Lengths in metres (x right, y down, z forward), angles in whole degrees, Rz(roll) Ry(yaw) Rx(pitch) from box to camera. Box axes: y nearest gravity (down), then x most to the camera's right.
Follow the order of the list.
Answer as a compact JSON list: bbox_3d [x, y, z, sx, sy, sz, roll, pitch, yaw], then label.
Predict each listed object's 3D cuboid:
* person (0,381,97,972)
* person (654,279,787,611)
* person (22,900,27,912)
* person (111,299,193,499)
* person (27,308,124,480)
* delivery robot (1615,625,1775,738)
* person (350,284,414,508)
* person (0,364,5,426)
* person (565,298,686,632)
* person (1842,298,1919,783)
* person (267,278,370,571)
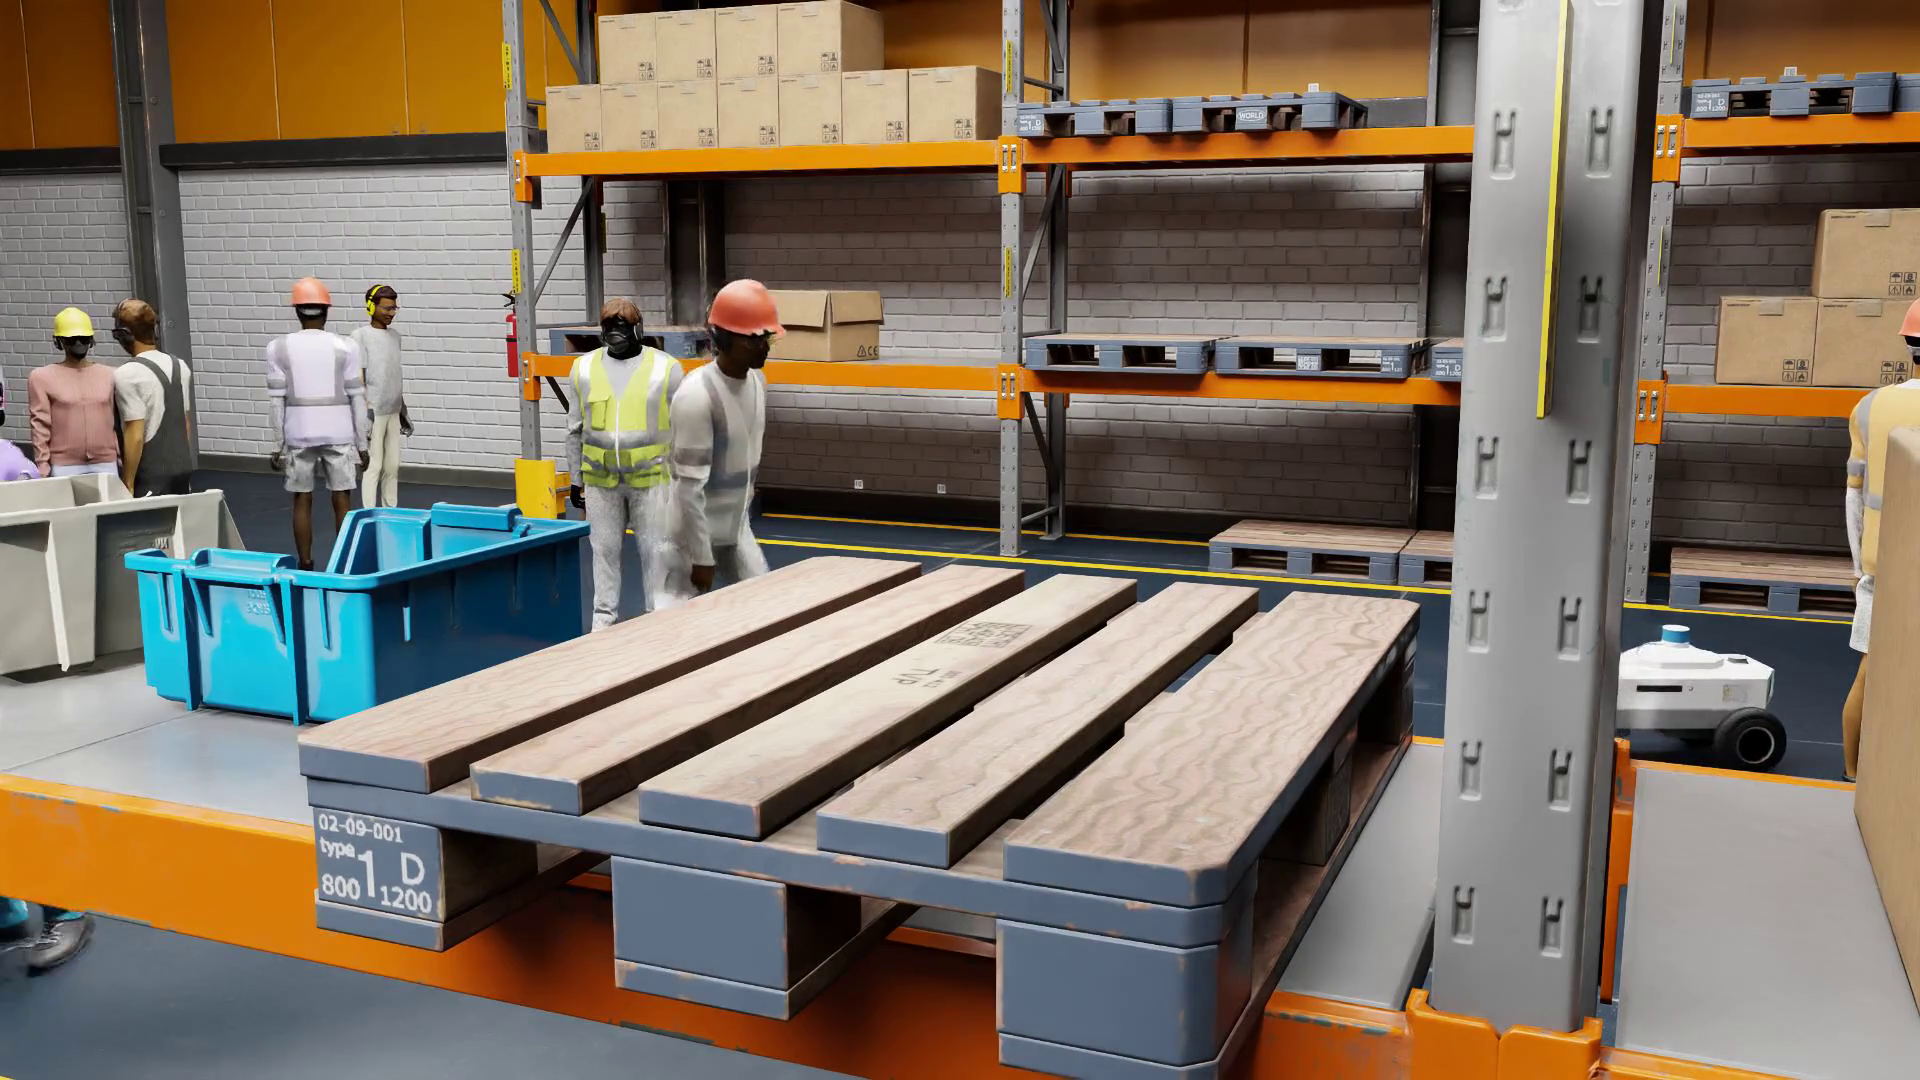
[{"bbox_3d":[-2.817,0.334,4.796,0.618,1.808,0.390,6,11,31],"label":"person"},{"bbox_3d":[-0.960,-0.048,6.625,1.087,1.953,0.653,4,10,24],"label":"person"},{"bbox_3d":[-3.050,0.261,4.860,0.383,1.923,0.590,1,10,8],"label":"person"},{"bbox_3d":[-4.108,-0.302,8.488,0.343,1.840,0.507,2,10,10],"label":"person"},{"bbox_3d":[-5.009,-0.437,9.512,0.311,1.768,0.522,9,13,44],"label":"person"},{"bbox_3d":[2.869,0.587,6.707,0.707,0.478,0.477,0,9,-1],"label":"delivery robot"},{"bbox_3d":[-4.175,-0.913,12.077,0.329,1.865,0.512,3,10,19],"label":"person"},{"bbox_3d":[-7.646,-1.010,12.719,0.627,1.844,0.429,-5,11,-26],"label":"person"},{"bbox_3d":[-1.711,-0.313,8.541,0.635,1.842,0.429,0,9,2],"label":"person"},{"bbox_3d":[3.359,0.093,5.824,0.360,1.939,0.543,-3,10,-17],"label":"person"},{"bbox_3d":[-3.937,-0.625,10.207,0.601,1.928,0.433,-3,10,-18],"label":"person"}]
